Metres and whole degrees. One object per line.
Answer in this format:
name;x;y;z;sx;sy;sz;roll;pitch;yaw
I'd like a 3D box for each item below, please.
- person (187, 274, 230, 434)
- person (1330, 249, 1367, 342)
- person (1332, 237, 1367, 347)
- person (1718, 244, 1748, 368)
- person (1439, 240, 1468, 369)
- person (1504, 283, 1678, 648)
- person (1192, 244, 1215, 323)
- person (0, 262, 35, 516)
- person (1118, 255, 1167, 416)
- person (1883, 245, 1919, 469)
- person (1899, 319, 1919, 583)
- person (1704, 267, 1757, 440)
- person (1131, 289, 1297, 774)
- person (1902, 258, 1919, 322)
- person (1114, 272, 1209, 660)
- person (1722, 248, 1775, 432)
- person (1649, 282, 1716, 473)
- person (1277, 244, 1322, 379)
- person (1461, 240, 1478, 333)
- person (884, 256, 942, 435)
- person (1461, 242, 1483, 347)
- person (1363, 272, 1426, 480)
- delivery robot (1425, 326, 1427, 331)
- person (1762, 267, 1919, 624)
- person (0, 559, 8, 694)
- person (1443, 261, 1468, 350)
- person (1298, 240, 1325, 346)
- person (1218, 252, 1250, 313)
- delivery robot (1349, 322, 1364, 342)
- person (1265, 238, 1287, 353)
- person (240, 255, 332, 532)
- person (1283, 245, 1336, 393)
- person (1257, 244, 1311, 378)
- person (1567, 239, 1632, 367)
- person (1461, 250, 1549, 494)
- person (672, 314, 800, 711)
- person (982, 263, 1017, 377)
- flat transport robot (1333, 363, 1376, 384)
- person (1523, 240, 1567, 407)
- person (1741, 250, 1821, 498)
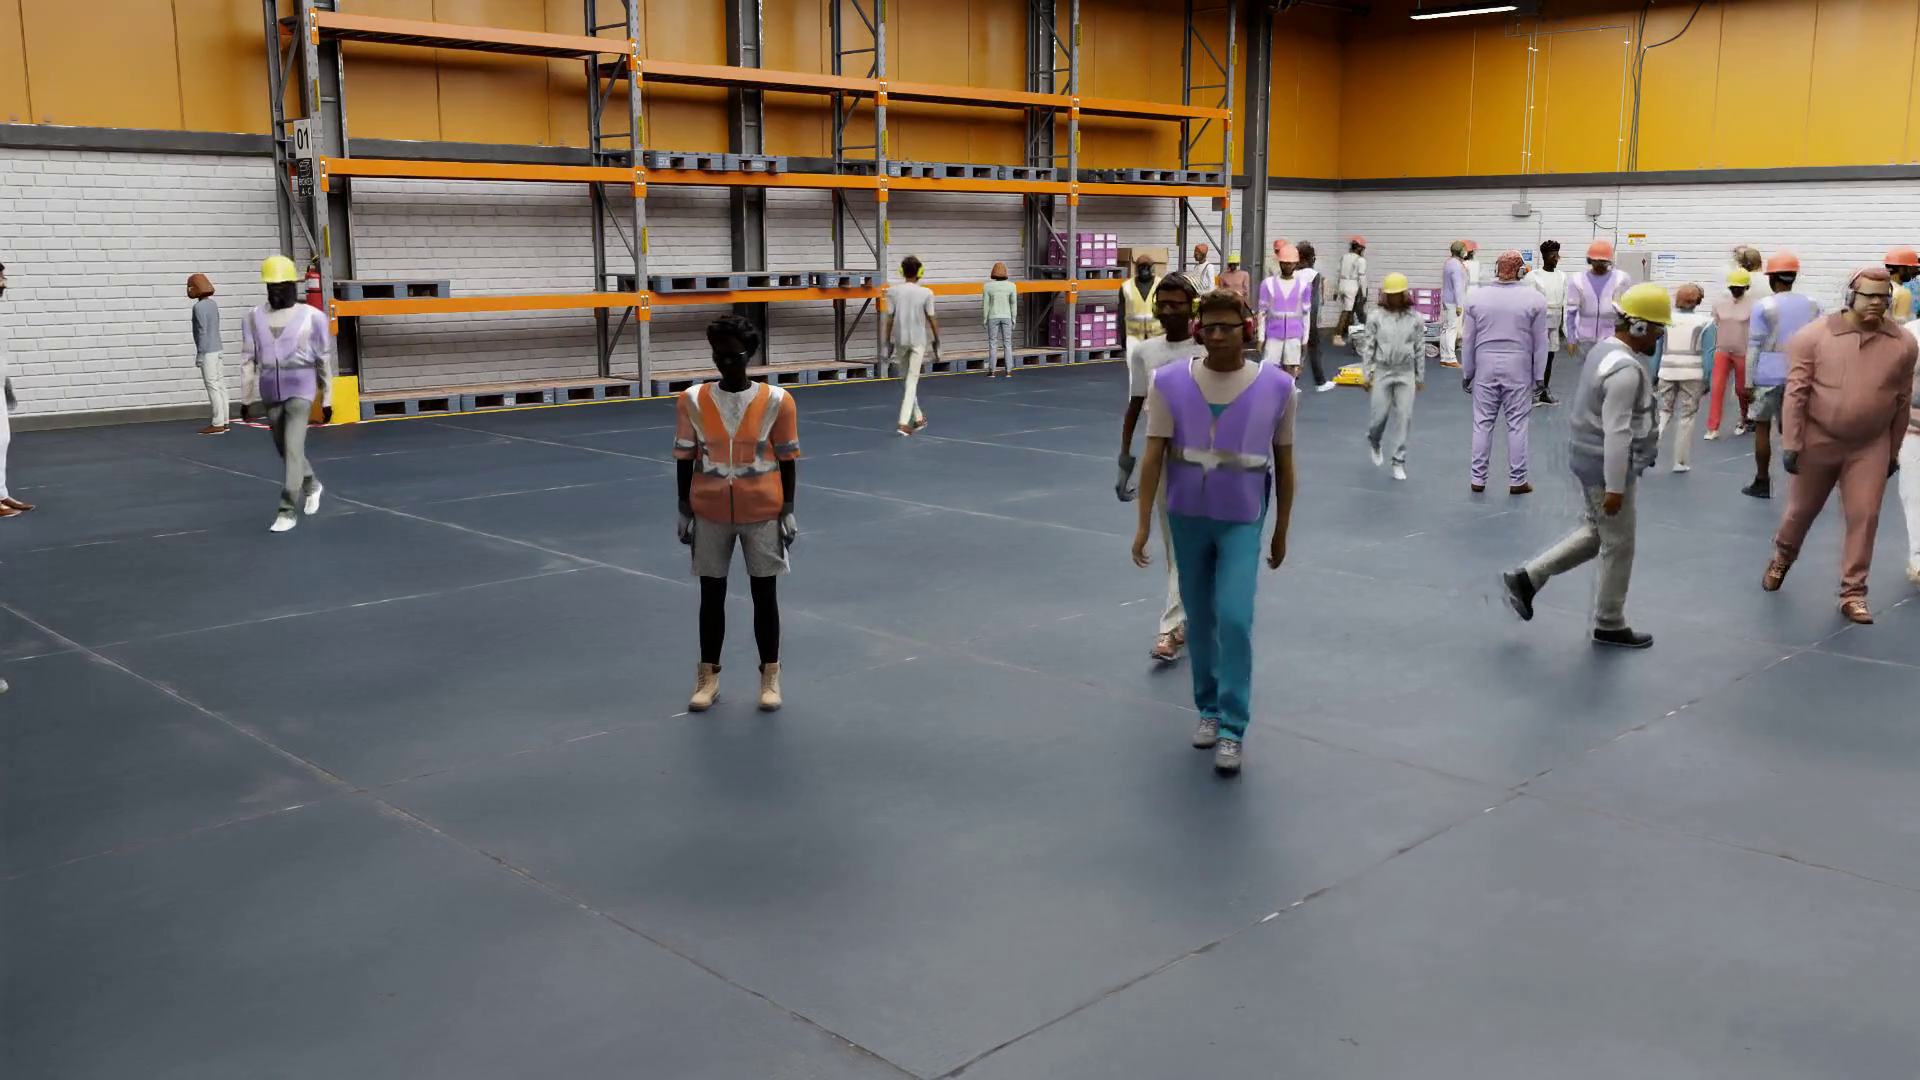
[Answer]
person;-7.693;-1.897;17.002;0.287;1.631;0.501;-1;10;-6
person;7.242;-4.521;30.865;0.867;1.802;0.498;4;11;23
person;7.187;-4.524;30.366;0.943;1.977;0.630;-6;12;-28
person;11.864;-3.584;25.495;0.649;1.891;0.673;-4;11;-19
person;7.539;-3.586;25.374;0.371;1.941;0.627;0;10;2
person;3.098;-0.352;8.132;0.663;1.798;0.631;2;11;10
person;3.922;-3.845;26.941;0.339;1.882;0.581;-4;11;-19
person;-7.006;-1.095;12.051;0.325;1.853;0.504;-3;11;-15
person;2.093;-2.297;18.749;0.635;1.794;0.956;1;10;6
person;8.092;-1.586;14.477;0.373;1.935;0.552;0;10;-2
person;5.562;-0.584;9.390;0.646;1.788;0.980;3;11;14
person;7.750;-1.866;16.621;0.546;1.717;0.840;9;14;40
person;0.963;-0.038;6.355;0.570;1.815;0.768;4;11;19
person;14.673;-3.527;25.764;0.425;1.679;0.526;8;13;39
person;0.992;-0.345;7.957;0.565;1.837;0.868;6;12;29
person;8.058;-2.008;16.895;0.664;1.899;0.530;5;11;25
person;6.102;-1.366;14.123;0.515;1.631;0.436;10;14;43
person;4.832;-3.268;23.771;0.644;1.908;0.974;1;10;7
person;9.273;-4.559;30.706;0.933;1.927;0.704;-1;10;-7
person;-0.481;-1.990;17.023;0.544;1.822;0.994;3;11;17
person;9.166;-4.384;29.848;0.554;1.912;0.775;-6;12;-30
person;3.641;-1.383;13.970;0.500;1.723;0.528;1;10;7
delivery robot;7.956;-3.653;29.261;0.707;0.478;0.477;0;10;1
person;4.777;-0.543;9.024;0.648;1.871;0.927;3;11;17
person;-4.465;-0.222;7.227;0.464;1.868;0.601;-3;11;-14
person;8.746;-4.153;29.310;0.534;1.618;0.371;-7;12;-32
person;6.269;-4.491;30.032;0.701;2.000;1.127;8;13;38
person;4.585;-3.949;27.879;0.565;1.741;0.527;2;11;9
delivery robot;7.243;-3.687;29.449;0.707;0.478;0.477;3;11;16
person;5.544;-4.210;28.682;0.621;1.973;0.444;4;11;19
person;-4.708;-1.051;11.698;0.594;1.897;0.934;1;10;3
person;4.493;-2.838;21.430;0.919;1.882;0.629;-8;13;-36
person;3.477;-2.201;17.853;0.561;1.927;0.523;1;10;6
person;6.520;-2.076;17.020;0.628;1.976;0.980;5;12;27
person;4.283;-1.316;13.086;0.649;1.906;0.401;5;12;27
person;-0.948;-0.107;7.064;0.540;1.696;0.317;0;10;1
person;0.564;-3.143;23.795;0.502;1.633;0.280;-1;10;-8
flat transport robot;5.648;-2.297;22.899;0.652;0.197;1.431;5;12;27
person;6.945;-2.566;19.739;0.609;1.965;0.364;-5;11;-25
person;6.268;-1.231;12.624;0.548;1.915;0.655;-1;10;-8
